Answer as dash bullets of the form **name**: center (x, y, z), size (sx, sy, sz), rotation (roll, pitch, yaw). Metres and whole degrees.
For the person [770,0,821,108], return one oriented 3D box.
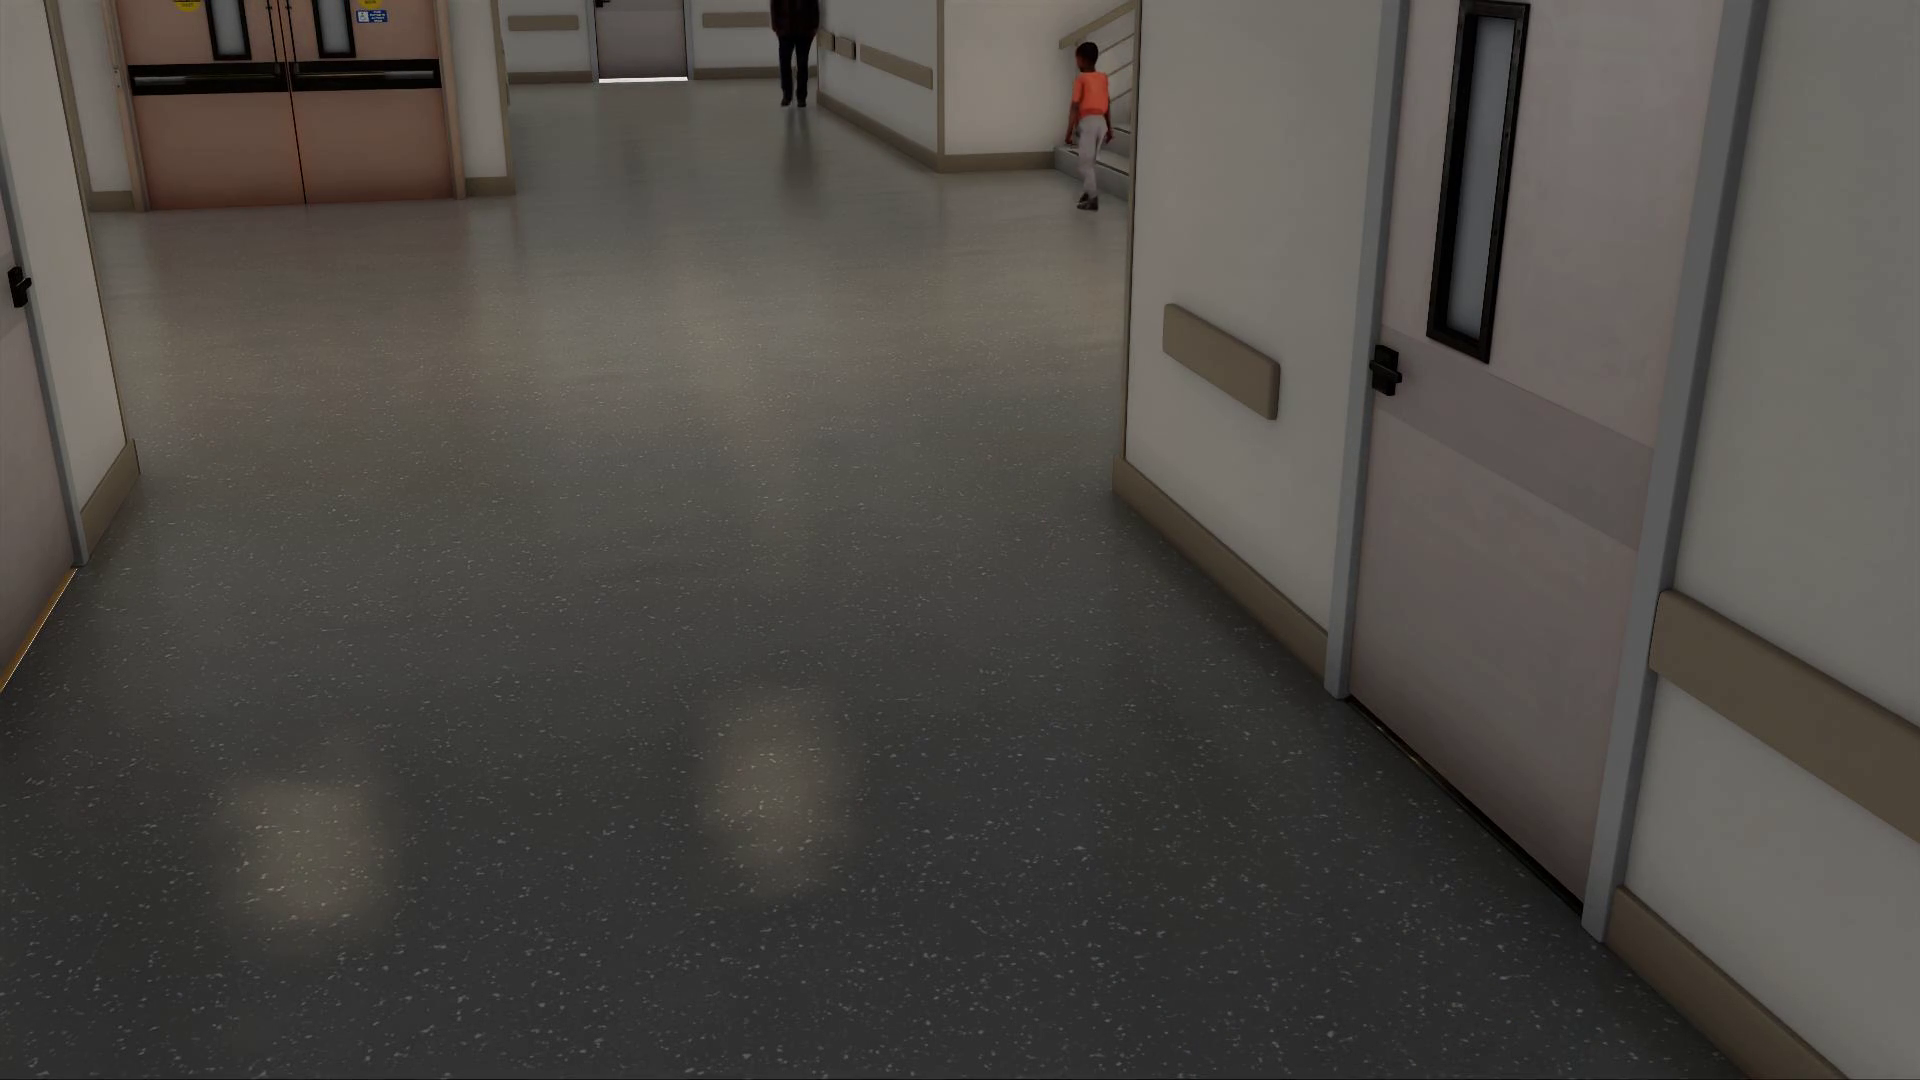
- **person**: center (-1.978, -6.162, 20.062), size (0.712, 1.831, 0.872), rotation (-1, 21, -3)

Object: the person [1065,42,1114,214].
- **person**: center (1.077, -3.226, 13.085), size (0.598, 1.282, 0.679), rotation (-14, 25, -33)
